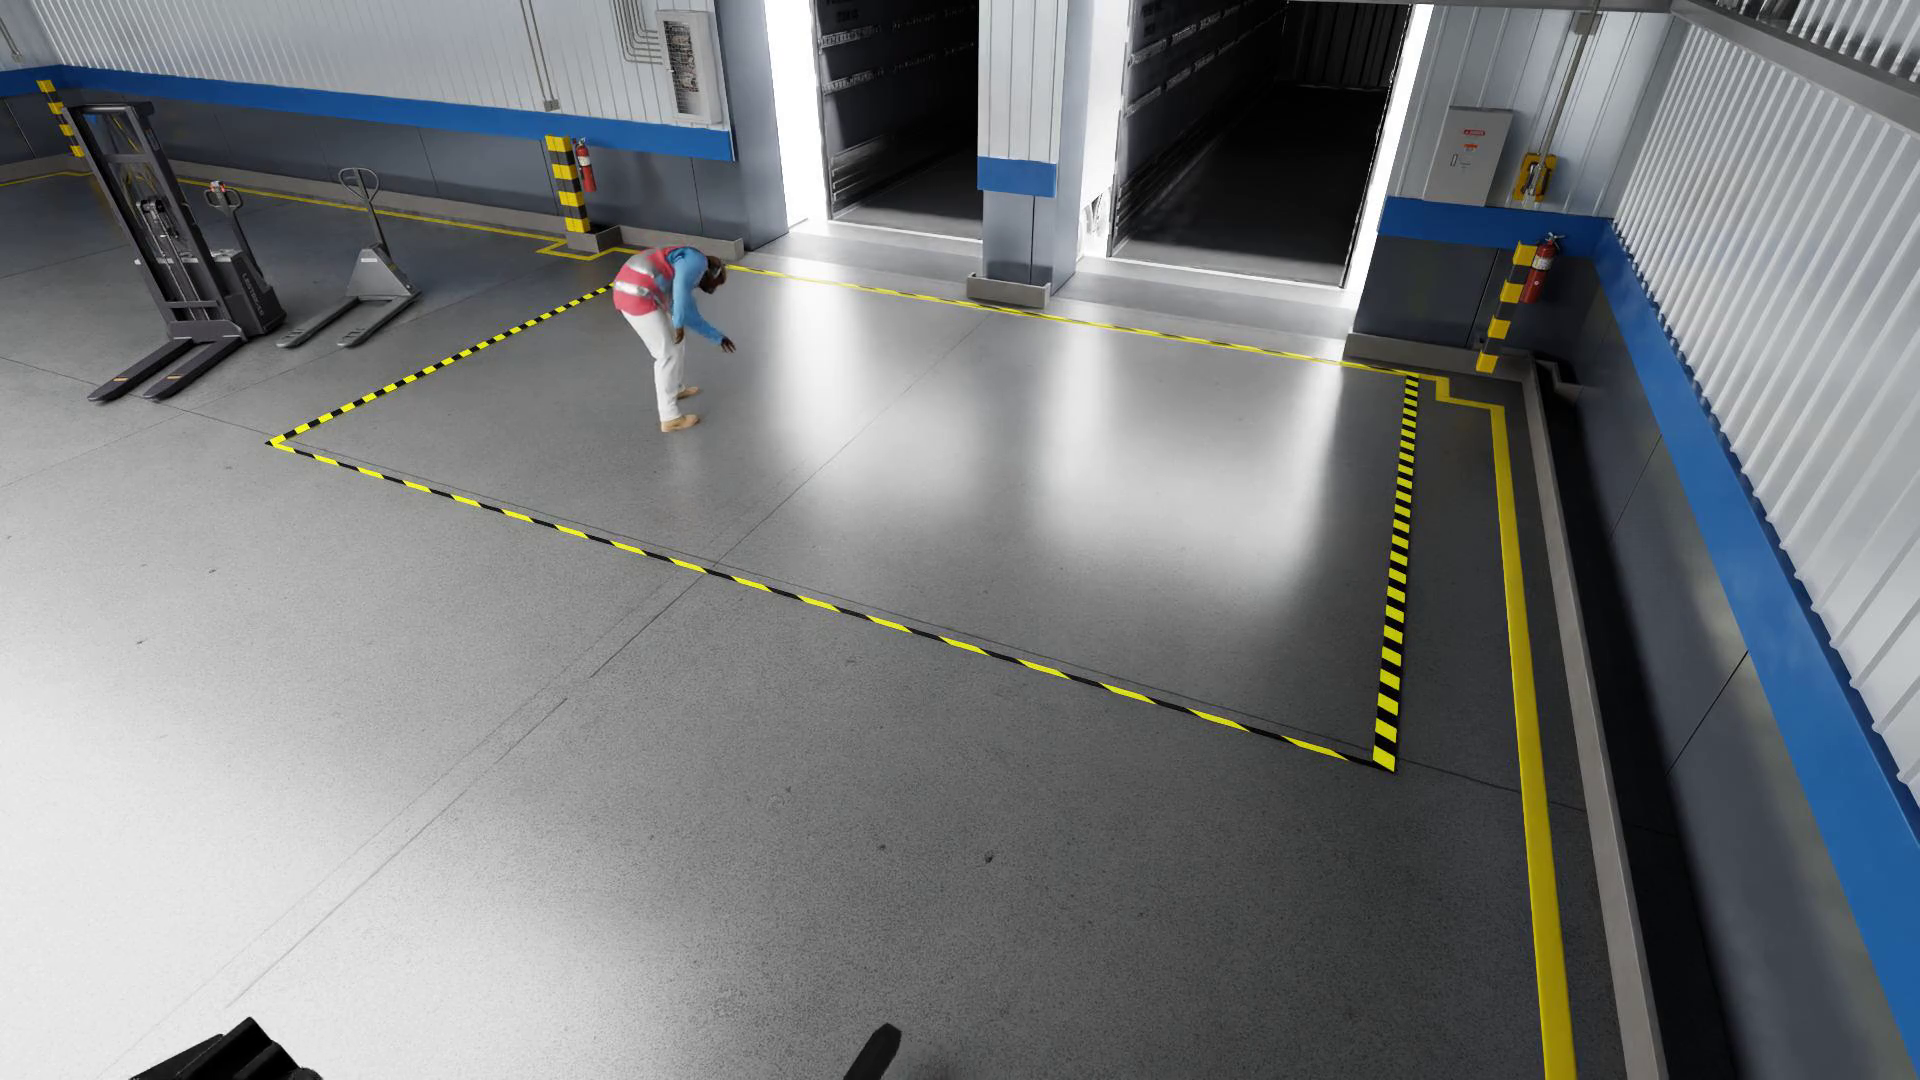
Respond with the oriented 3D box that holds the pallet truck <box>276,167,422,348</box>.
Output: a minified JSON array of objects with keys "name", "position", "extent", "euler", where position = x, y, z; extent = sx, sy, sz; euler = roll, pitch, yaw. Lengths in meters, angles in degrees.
[{"name":"pallet truck","position":[-5.732,-2.611,8.414],"extent":[0.680,1.201,1.601],"euler":[-1,35,-1]}]

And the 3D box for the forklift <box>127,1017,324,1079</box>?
[{"name":"forklift","position":[-1.196,2.085,0.727],"extent":[1.157,2.036,2.680],"euler":[19,39,25]}]

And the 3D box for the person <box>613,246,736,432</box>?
[{"name":"person","position":[-2.133,-1.602,6.996],"extent":[0.843,1.258,0.997],"euler":[-10,36,-14]}]

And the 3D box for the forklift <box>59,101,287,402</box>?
[{"name":"forklift","position":[-6.686,-2.387,7.434],"extent":[0.823,1.965,1.885],"euler":[-3,35,-5]}]
